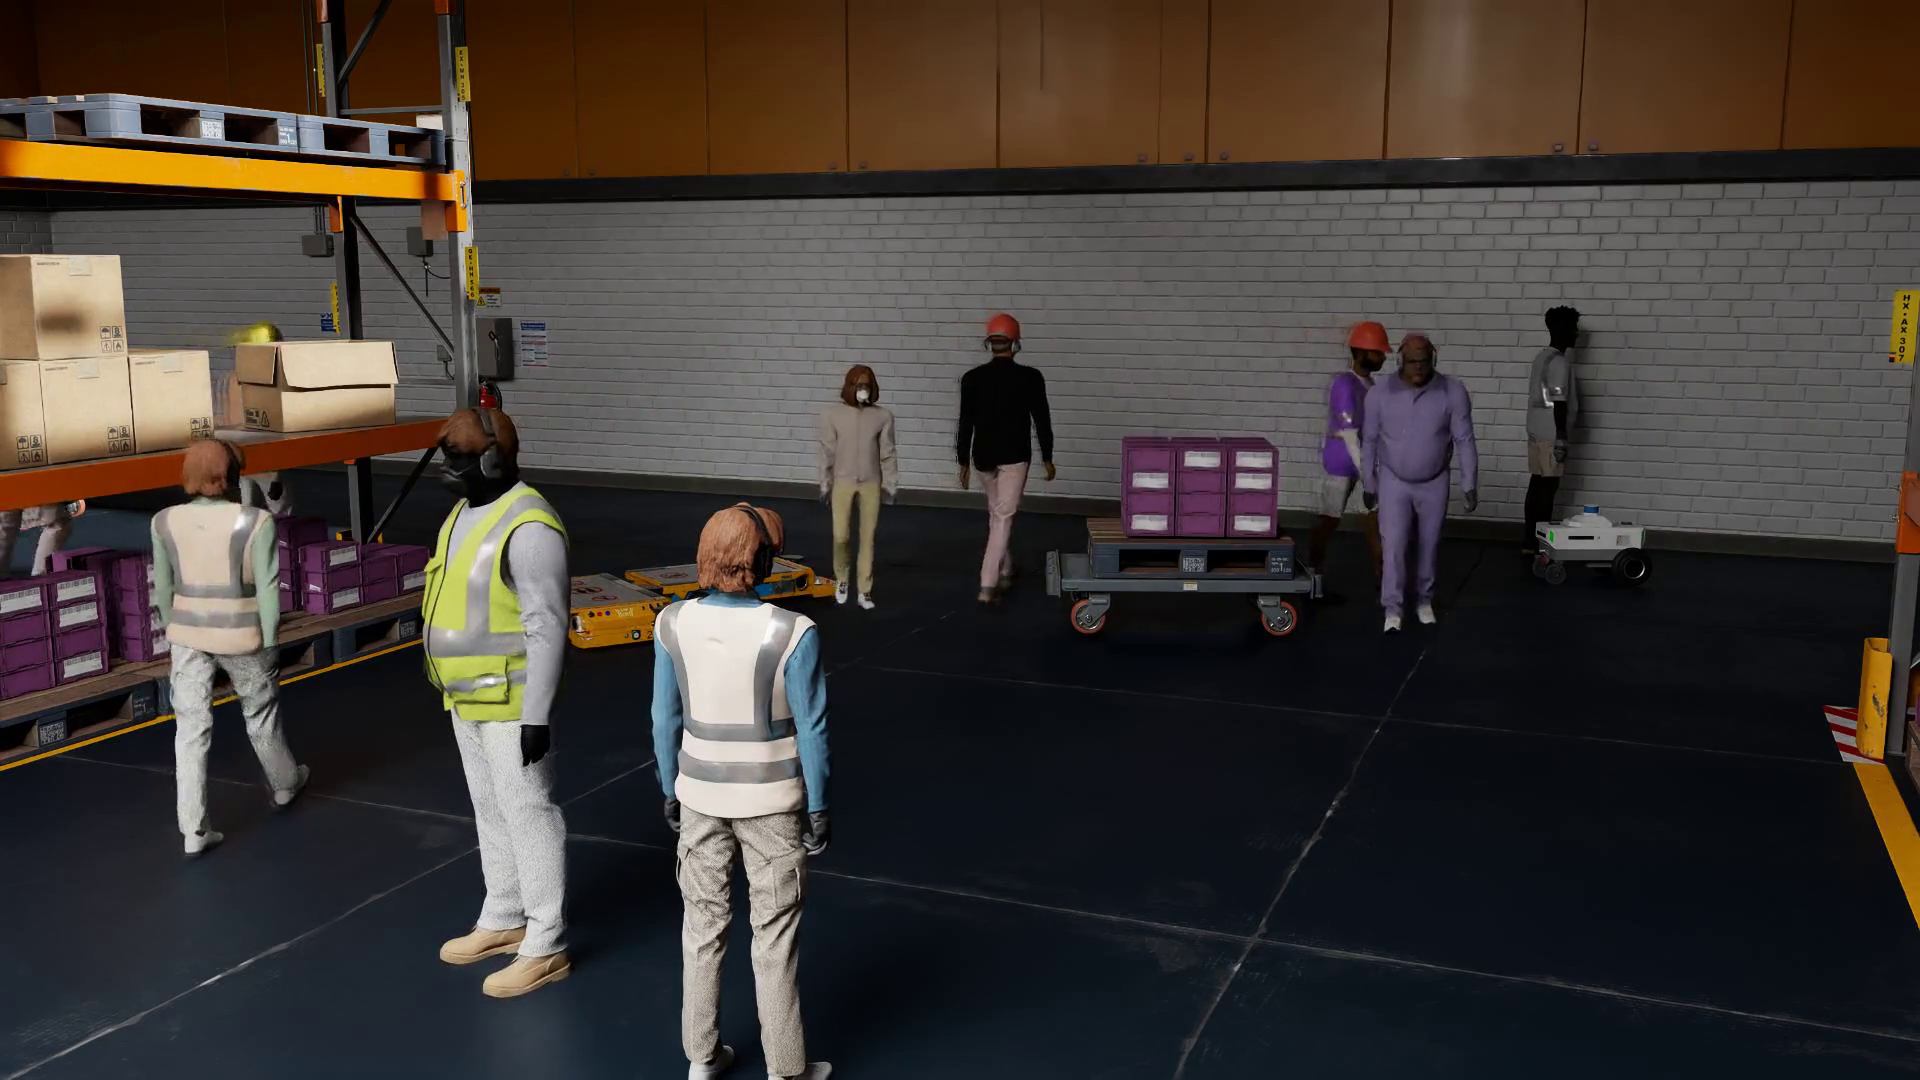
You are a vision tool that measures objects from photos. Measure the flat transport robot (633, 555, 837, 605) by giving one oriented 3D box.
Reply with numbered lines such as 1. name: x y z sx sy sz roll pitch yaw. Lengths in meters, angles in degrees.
1. flat transport robot: -1.590 0.294 11.211 1.431 0.197 0.652 -6 11 -33

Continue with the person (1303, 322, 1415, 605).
1. person: 2.687 -0.476 10.962 0.915 1.889 0.548 8 12 39

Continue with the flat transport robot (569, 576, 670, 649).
1. flat transport robot: -2.309 0.422 10.433 0.652 0.197 1.431 -6 11 -33

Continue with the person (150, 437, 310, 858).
1. person: -2.915 0.389 6.610 0.541 1.586 0.849 0 9 1

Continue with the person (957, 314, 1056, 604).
1. person: 0.293 -0.558 11.344 0.618 1.949 1.016 5 11 27

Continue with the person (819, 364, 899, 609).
1. person: -0.661 -0.347 10.983 0.518 1.618 0.336 -2 10 -15

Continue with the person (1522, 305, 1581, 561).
1. person: 4.588 -0.831 12.903 0.373 1.966 0.607 1 9 3

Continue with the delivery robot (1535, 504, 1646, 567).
1. delivery robot: 4.516 -0.014 11.934 0.707 0.478 0.477 0 9 0

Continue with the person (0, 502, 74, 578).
1. person: -6.049 -0.426 10.754 0.759 1.860 0.633 6 11 32

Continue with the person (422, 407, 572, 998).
1. person: -1.455 0.499 5.227 0.429 1.839 0.634 -7 12 -38

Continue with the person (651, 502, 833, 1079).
1. person: -0.586 0.717 4.507 0.525 1.639 0.307 4 10 20

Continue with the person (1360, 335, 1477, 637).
1. person: 2.829 -0.342 10.303 0.673 1.849 0.934 2 10 11

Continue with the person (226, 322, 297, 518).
1. person: -4.745 -0.509 11.178 0.599 1.897 0.824 7 12 36
